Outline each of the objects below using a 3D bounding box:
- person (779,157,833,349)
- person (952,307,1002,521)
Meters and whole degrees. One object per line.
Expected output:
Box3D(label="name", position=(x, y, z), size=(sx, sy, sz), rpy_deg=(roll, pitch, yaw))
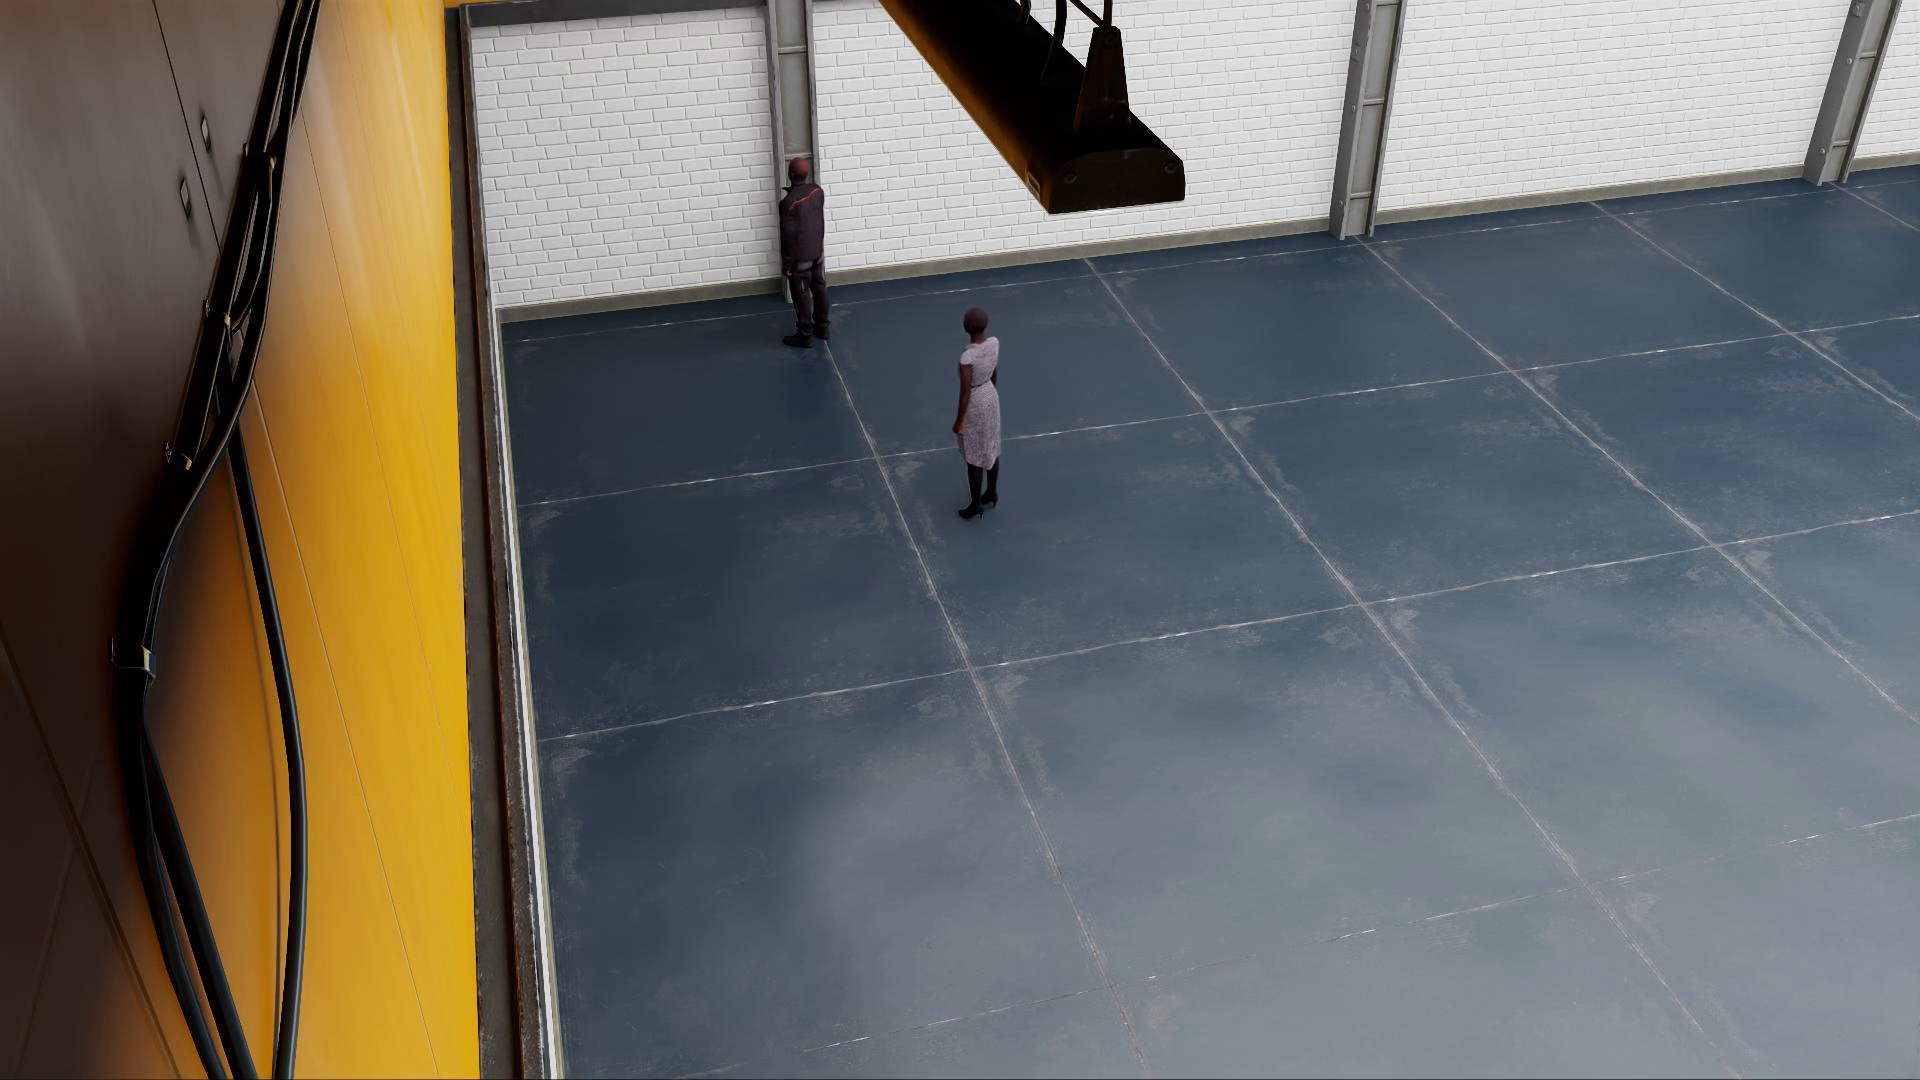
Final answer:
Box3D(label="person", position=(-1.426, -2.659, 15.349), size=(0.848, 1.826, 0.749), rpy_deg=(24, 41, 32))
Box3D(label="person", position=(0.146, -0.976, 12.851), size=(0.756, 1.788, 0.661), rpy_deg=(25, 41, 32))
